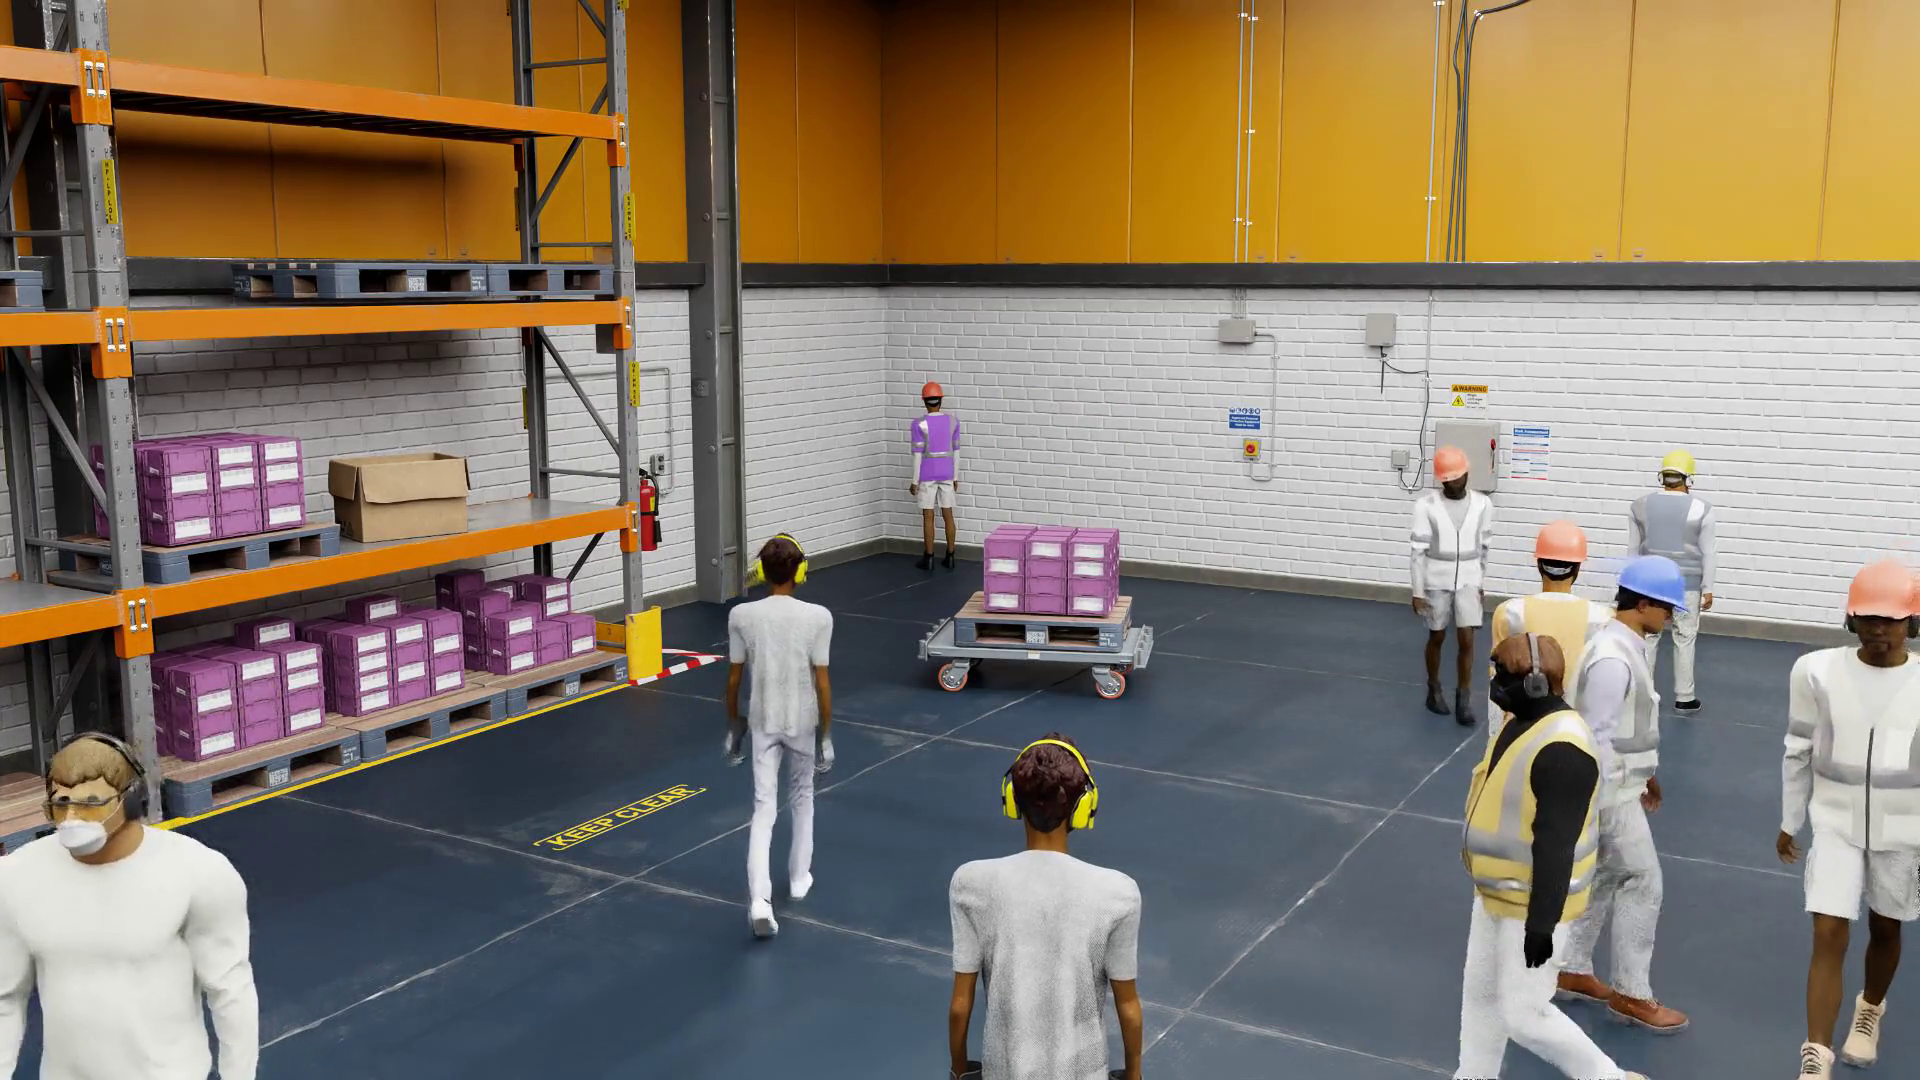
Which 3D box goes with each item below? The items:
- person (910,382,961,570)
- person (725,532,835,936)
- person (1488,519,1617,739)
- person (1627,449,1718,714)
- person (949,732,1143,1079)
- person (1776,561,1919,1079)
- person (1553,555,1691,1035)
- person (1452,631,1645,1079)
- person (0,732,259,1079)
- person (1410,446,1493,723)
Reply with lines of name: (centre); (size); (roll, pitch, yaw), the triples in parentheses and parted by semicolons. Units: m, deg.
person: (-0.265, -0.655, 17.055); (0.542, 1.930, 0.374); (-4, 10, -24)
person: (-0.848, 0.889, 7.753); (0.526, 1.831, 0.909); (0, 9, 2)
person: (2.663, 0.870, 7.516); (0.552, 1.934, 0.373); (3, 10, 17)
person: (4.924, 0.285, 11.502); (0.588, 1.830, 0.404); (7, 12, 39)
person: (0.220, 1.422, 4.301); (0.534, 1.863, 0.309); (1, 9, 8)
person: (3.317, 1.073, 6.074); (0.633, 1.987, 1.021); (6, 11, 34)
person: (2.746, 1.008, 6.713); (0.649, 1.909, 0.653); (4, 10, 22)
person: (1.967, 1.217, 5.692); (0.655, 1.832, 0.662); (0, 9, 2)
person: (-2.129, 1.427, 4.117); (0.639, 1.913, 0.767); (1, 9, 4)
person: (3.306, 0.295, 11.235); (0.559, 1.884, 0.773); (1, 9, 4)
